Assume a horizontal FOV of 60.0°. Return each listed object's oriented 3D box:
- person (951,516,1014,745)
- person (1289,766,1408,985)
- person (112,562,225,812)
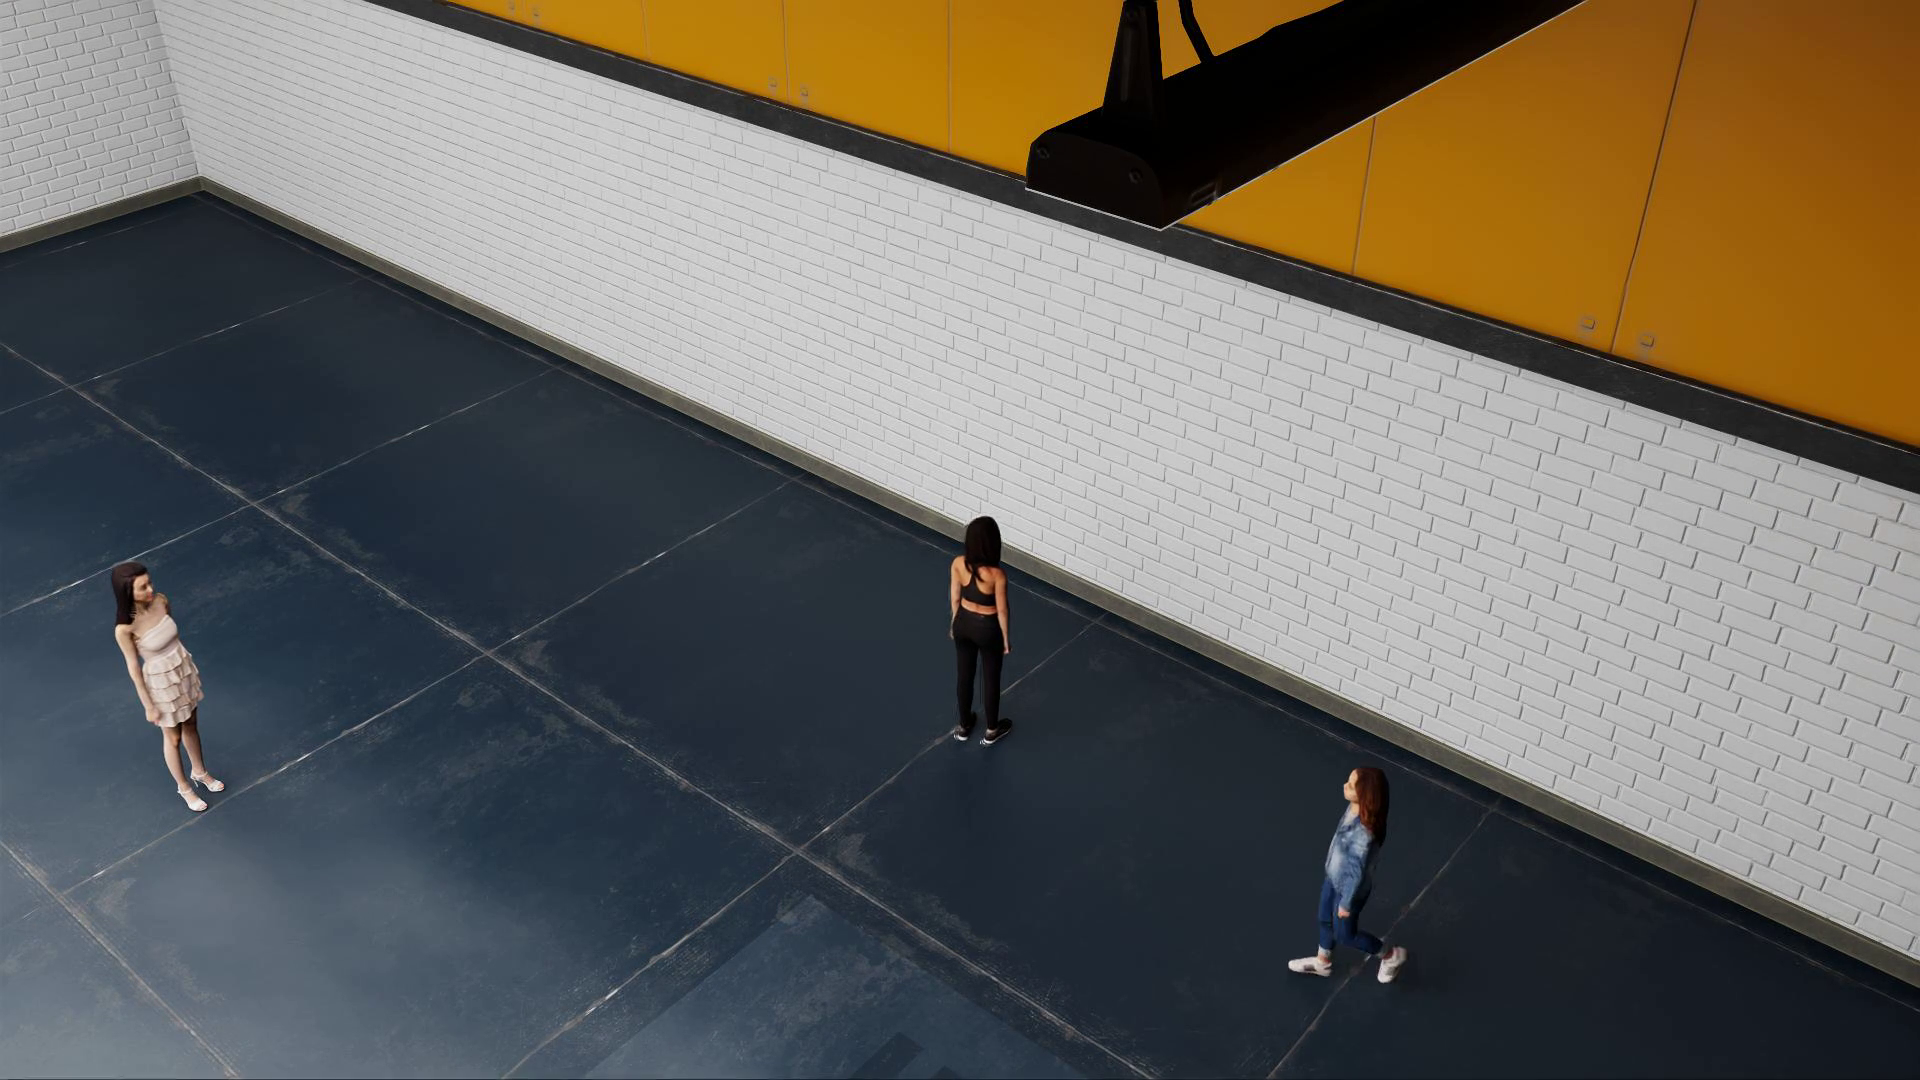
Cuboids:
[{"bbox_3d":[0.106,0.572,10.310,0.625,1.643,0.600,14,36,20],"label":"person"},{"bbox_3d":[2.097,1.780,8.651,0.887,1.467,0.868,3,34,4],"label":"person"},{"bbox_3d":[-4.671,0.857,9.797,0.716,1.736,0.594,9,35,13],"label":"person"}]
